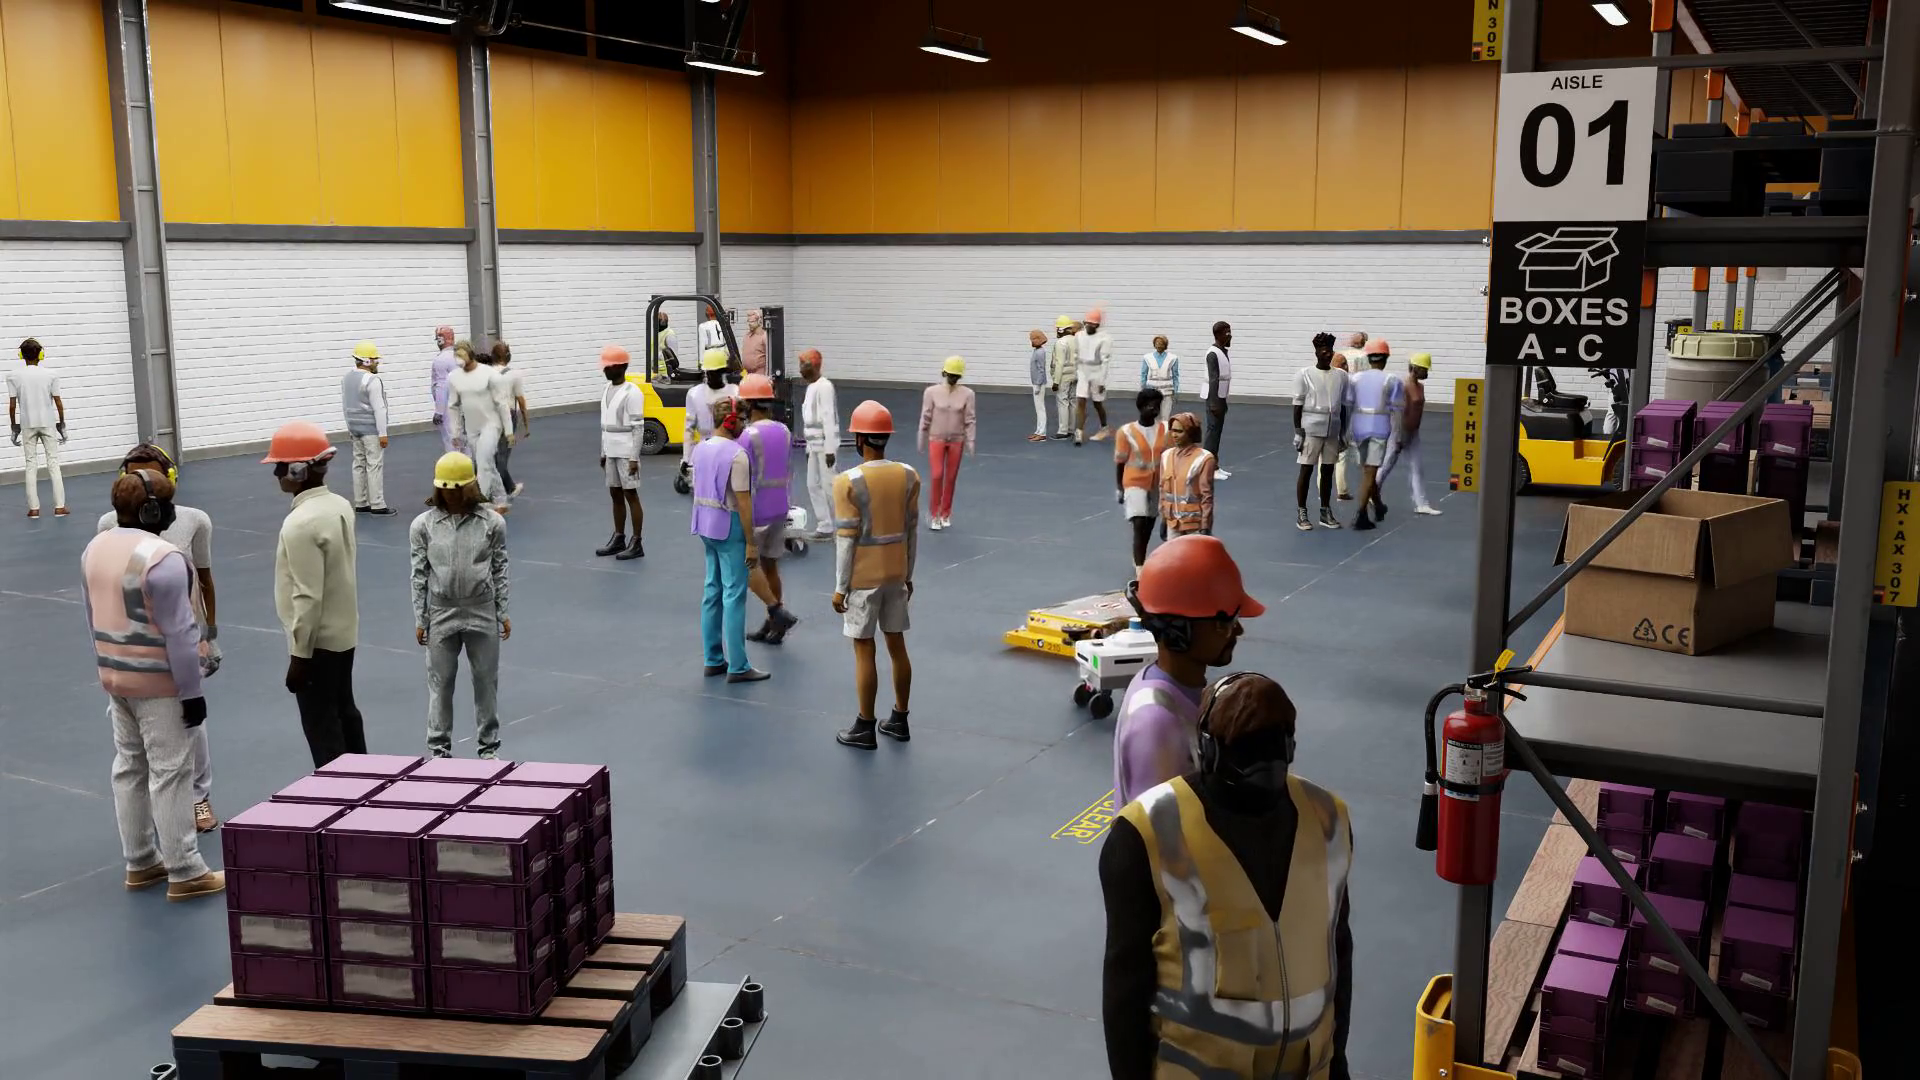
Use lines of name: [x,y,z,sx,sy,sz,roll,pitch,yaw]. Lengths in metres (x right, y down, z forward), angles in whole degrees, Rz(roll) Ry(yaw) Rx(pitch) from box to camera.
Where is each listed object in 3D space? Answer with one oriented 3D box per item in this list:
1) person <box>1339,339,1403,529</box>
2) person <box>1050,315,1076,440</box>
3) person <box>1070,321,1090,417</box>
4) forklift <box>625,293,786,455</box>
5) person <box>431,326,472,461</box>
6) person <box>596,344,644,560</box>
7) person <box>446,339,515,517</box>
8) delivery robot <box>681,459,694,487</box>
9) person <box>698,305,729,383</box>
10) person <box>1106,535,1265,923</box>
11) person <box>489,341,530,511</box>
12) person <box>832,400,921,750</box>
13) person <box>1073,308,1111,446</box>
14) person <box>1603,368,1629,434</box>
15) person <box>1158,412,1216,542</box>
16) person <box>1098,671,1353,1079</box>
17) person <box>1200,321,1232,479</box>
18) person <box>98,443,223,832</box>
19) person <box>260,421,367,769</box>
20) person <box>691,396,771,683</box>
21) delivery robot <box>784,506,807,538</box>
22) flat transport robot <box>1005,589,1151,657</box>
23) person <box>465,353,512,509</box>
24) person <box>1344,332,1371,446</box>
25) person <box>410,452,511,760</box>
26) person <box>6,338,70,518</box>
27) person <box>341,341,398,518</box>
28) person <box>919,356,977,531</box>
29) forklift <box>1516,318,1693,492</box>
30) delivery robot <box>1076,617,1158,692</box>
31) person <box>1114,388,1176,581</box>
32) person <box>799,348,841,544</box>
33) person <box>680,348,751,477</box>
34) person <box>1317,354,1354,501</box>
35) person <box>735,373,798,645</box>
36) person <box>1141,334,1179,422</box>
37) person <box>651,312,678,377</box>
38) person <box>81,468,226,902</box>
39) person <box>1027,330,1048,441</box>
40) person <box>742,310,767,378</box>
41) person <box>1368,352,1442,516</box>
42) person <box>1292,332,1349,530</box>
person: [4.162,-1.068,16.758,0.567,1.873,0.982,7,12,34]
person: [1.525,-2.379,24.445,0.403,1.834,0.589,6,11,31]
person: [1.956,-2.846,27.750,0.461,1.627,0.521,-8,13,-39]
forklift: [-3.588,-2.317,23.042,2.313,2.155,1.214,-1,10,-5]
person: [-5.946,-1.537,19.384,0.407,1.902,0.639,2,10,14]
person: [-3.065,-0.791,14.947,0.542,1.940,0.365,9,14,43]
person: [-4.923,-1.097,16.928,0.657,1.870,0.972,4,11,23]
delivery robot: [-2.862,-0.851,19.027,0.477,0.478,0.707,6,11,30]
person: [-4.174,-3.051,28.191,0.585,1.882,0.337,-8,13,-38]
person: [0.570,0.995,4.304,0.378,2.045,0.605,2,10,9]
person: [-4.900,-1.241,17.956,0.514,1.795,0.960,3,10,15]
person: [-0.481,0.196,9.239,0.545,1.939,0.354,-8,13,-39]
person: [1.876,-2.350,23.912,0.678,1.971,1.023,6,12,32]
person: [8.860,-2.045,22.222,0.373,1.936,0.629,-3,10,-18]
person: [1.611,-0.097,11.828,0.322,1.627,0.508,-8,13,-39]
person: [0.619,1.195,3.734,0.621,1.845,0.429,-4,10,-19]
person: [3.139,-1.708,20.316,0.392,1.920,0.587,3,10,18]
person: [-3.764,0.471,7.841,0.513,1.872,0.328,-4,11,-21]
person: [-2.937,0.452,7.595,0.390,1.991,0.623,0,10,-3]
person: [-1.508,-0.002,10.672,0.388,1.837,0.564,-9,13,-42]
delivery robot: [-1.753,-0.164,15.035,0.707,0.478,0.477,-3,10,-21]
flat transport robot: [1.031,0.576,11.859,0.652,0.197,1.431,9,13,42]
person: [-4.992,-1.153,17.788,0.633,1.679,0.540,2,10,12]
person: [5.642,-2.145,23.693,0.471,1.626,0.516,-4,11,-21]
person: [-2.573,0.404,8.612,0.492,1.736,0.328,-4,10,-20]
person: [-9.580,-1.158,17.287,0.532,1.866,0.319,-5,11,-26]
person: [-6.161,-1.150,17.344,0.599,1.828,0.404,7,12,35]
person: [-0.107,-0.957,16.481,0.550,1.731,0.729,-2,10,-10]
forklift: [7.066,-1.601,18.899,2.313,2.155,1.214,5,11,27]
delivery robot: [1.061,0.710,9.992,0.707,0.478,0.477,-3,10,-17]
person: [1.542,-0.457,13.873,0.521,1.648,0.865,-3,10,-17]
person: [-1.246,-0.883,15.733,0.489,1.860,0.616,-4,10,-20]
person: [-2.187,-0.754,14.837,0.597,1.899,0.687,3,10,17]
person: [4.178,-1.252,18.499,0.499,1.634,0.278,8,13,39]
person: [-1.351,-0.191,11.547,0.493,1.923,0.555,7,12,35]
person: [2.740,-2.004,22.843,0.521,1.636,0.311,1,10,8]
person: [-4.580,-2.589,25.643,0.429,1.842,0.633,-6,12,-33]
person: [-3.430,0.614,7.097,0.624,1.844,0.430,6,12,33]
person: [1.136,-2.258,24.330,0.285,1.632,0.498,-1,10,-3]
person: [-3.006,-2.422,24.495,0.641,1.905,0.410,10,14,44]
person: [4.721,-1.135,17.627,0.533,1.711,0.902,-9,13,-42]
person: [3.594,-1.085,16.571,0.607,1.966,0.367,-3,10,-18]
